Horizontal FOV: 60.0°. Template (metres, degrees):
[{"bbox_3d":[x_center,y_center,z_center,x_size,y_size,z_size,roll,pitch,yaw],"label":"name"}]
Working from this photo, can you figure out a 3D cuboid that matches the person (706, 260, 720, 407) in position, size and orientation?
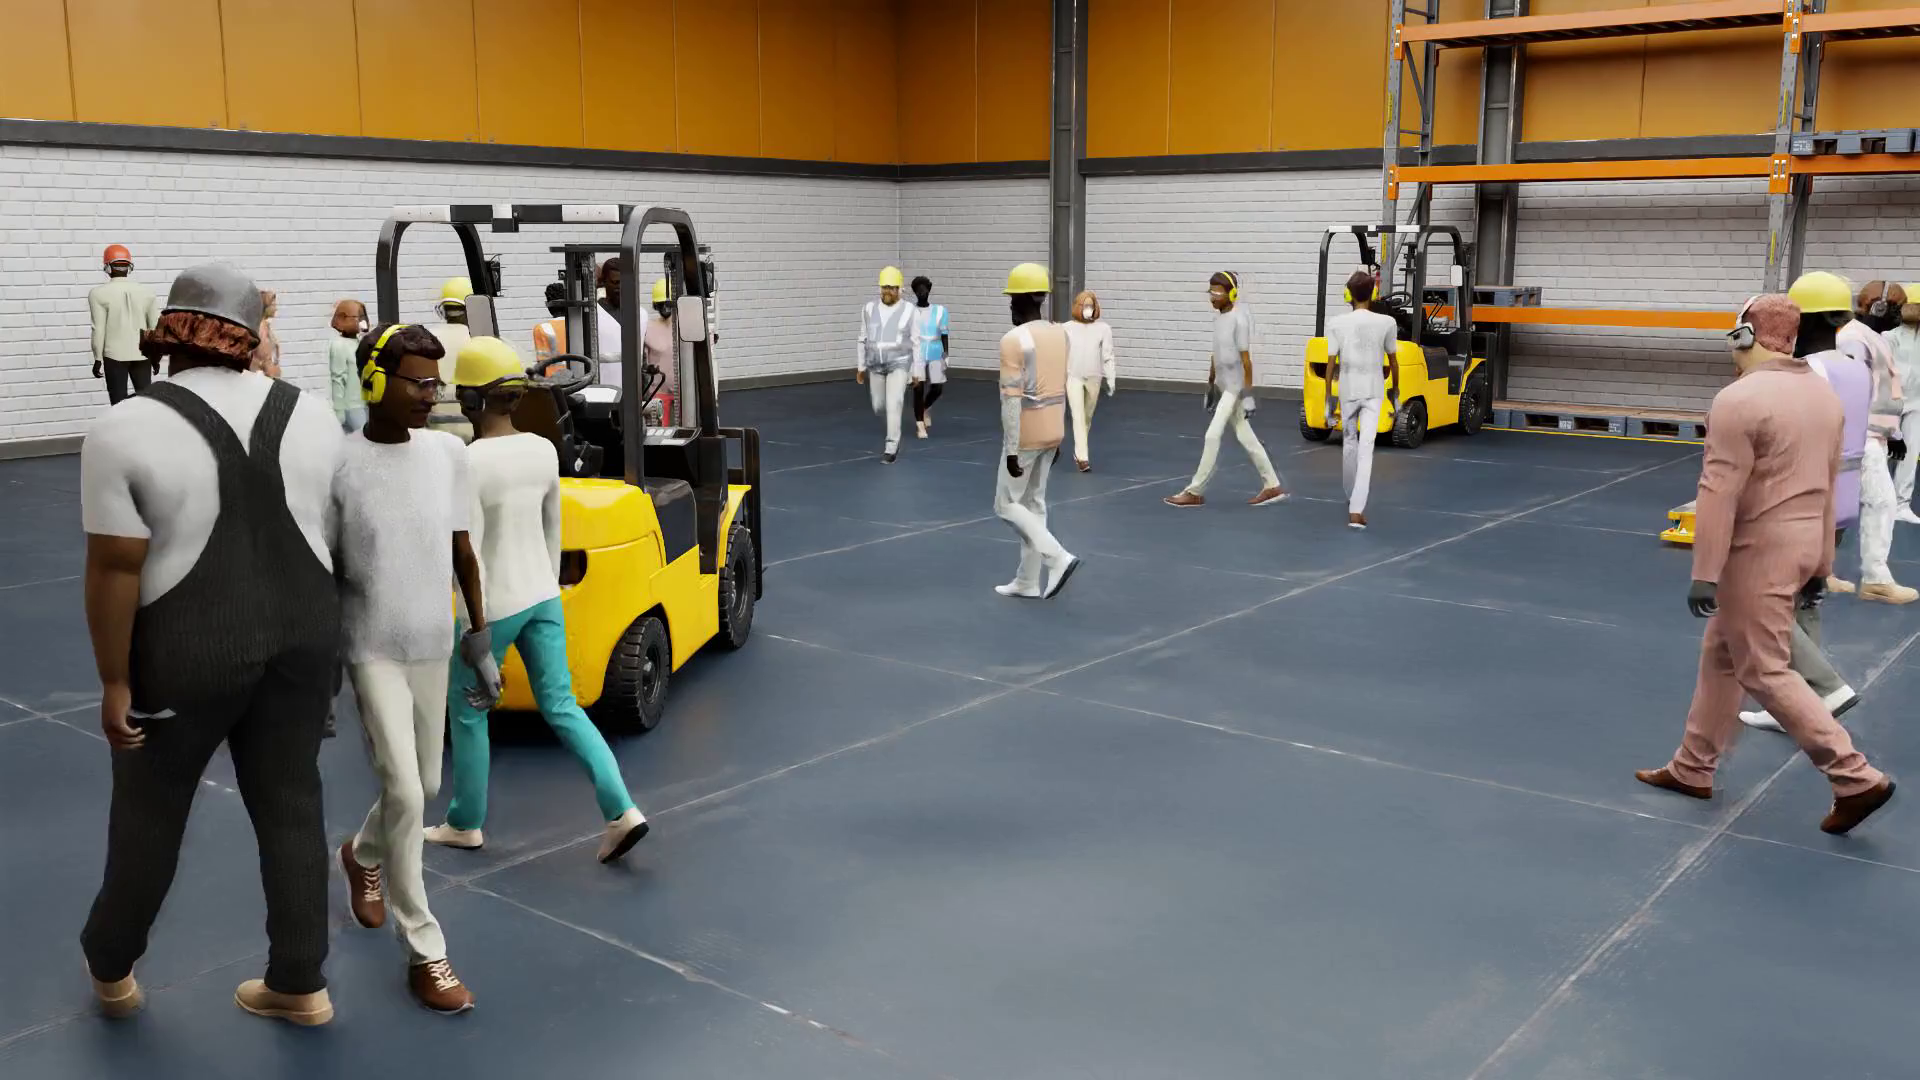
[{"bbox_3d":[-3.155,-2.541,20.212,0.344,1.882,0.585,8,13,37],"label":"person"}]

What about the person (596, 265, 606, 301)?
[{"bbox_3d":[-3.568,-1.714,15.851,0.904,1.801,0.662,0,10,1],"label":"person"}]

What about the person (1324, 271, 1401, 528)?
[{"bbox_3d":[2.899,-1.020,11.994,0.528,1.807,1.007,4,11,19],"label":"person"}]

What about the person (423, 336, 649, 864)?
[{"bbox_3d":[-1.409,0.208,5.395,0.853,1.737,0.529,5,12,28],"label":"person"}]

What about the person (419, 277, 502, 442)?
[{"bbox_3d":[-2.939,-0.650,9.914,0.608,1.815,0.421,2,10,11],"label":"person"}]

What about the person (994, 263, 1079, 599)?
[{"bbox_3d":[0.435,-0.583,9.291,0.559,1.911,0.593,9,13,40],"label":"person"}]

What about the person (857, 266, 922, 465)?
[{"bbox_3d":[-0.634,-1.626,15.387,0.591,1.804,0.808,4,11,19],"label":"person"}]

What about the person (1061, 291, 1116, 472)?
[{"bbox_3d":[1.115,-1.416,14.815,0.512,1.585,0.906,-1,10,-7],"label":"person"}]

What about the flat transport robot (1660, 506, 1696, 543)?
[{"bbox_3d":[5.356,-0.143,11.397,0.652,0.197,1.431,8,13,38],"label":"flat transport robot"}]

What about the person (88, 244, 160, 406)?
[{"bbox_3d":[-7.565,-1.671,15.085,0.384,1.993,0.623,8,13,37],"label":"person"}]

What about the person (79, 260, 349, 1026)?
[{"bbox_3d":[-1.977,0.240,4.367,0.837,2.000,0.709,9,14,41],"label":"person"}]

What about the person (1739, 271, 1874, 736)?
[{"bbox_3d":[3.421,-0.117,6.704,0.612,1.909,0.458,-7,12,-33],"label":"person"}]

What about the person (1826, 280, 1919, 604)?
[{"bbox_3d":[5.214,-0.554,9.438,0.756,1.806,0.617,6,12,31],"label":"person"}]

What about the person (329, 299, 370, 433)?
[{"bbox_3d":[-4.501,-0.960,12.218,0.704,1.612,0.504,1,10,5],"label":"person"}]

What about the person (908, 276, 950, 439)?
[{"bbox_3d":[-0.387,-1.902,17.241,0.535,1.673,0.569,-3,11,-14],"label":"person"}]

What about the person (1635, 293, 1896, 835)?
[{"bbox_3d":[2.863,0.080,5.799,0.658,1.860,0.890,-8,13,-36],"label":"person"}]

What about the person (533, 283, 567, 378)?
[{"bbox_3d":[-3.191,-1.205,13.331,0.315,1.696,0.541,8,13,37],"label":"person"}]

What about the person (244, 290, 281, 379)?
[{"bbox_3d":[-5.814,-1.307,14.153,0.808,1.602,0.542,-3,11,-18],"label":"person"}]

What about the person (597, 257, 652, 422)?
[{"bbox_3d":[-2.385,-0.982,11.483,0.375,1.916,0.592,8,13,39],"label":"person"}]

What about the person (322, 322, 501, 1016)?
[{"bbox_3d":[-1.580,0.309,4.628,0.866,1.823,0.541,9,14,42],"label":"person"}]

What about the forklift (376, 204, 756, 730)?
[{"bbox_3d":[-1.766,-0.406,7.525,1.214,2.155,2.313,1,10,7],"label":"forklift"}]

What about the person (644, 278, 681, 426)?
[{"bbox_3d":[-2.190,-1.109,12.657,0.583,1.744,0.408,-3,11,-14],"label":"person"}]

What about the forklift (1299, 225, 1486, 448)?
[{"bbox_3d":[4.449,-2.115,16.993,1.214,2.155,2.313,8,13,38],"label":"forklift"}]

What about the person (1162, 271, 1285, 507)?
[{"bbox_3d":[2.061,-1.142,12.691,0.965,1.809,0.558,-2,10,-9],"label":"person"}]

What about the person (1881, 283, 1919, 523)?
[{"bbox_3d":[6.812,-1.008,12.137,0.490,1.725,0.576,-3,11,-15],"label":"person"}]
